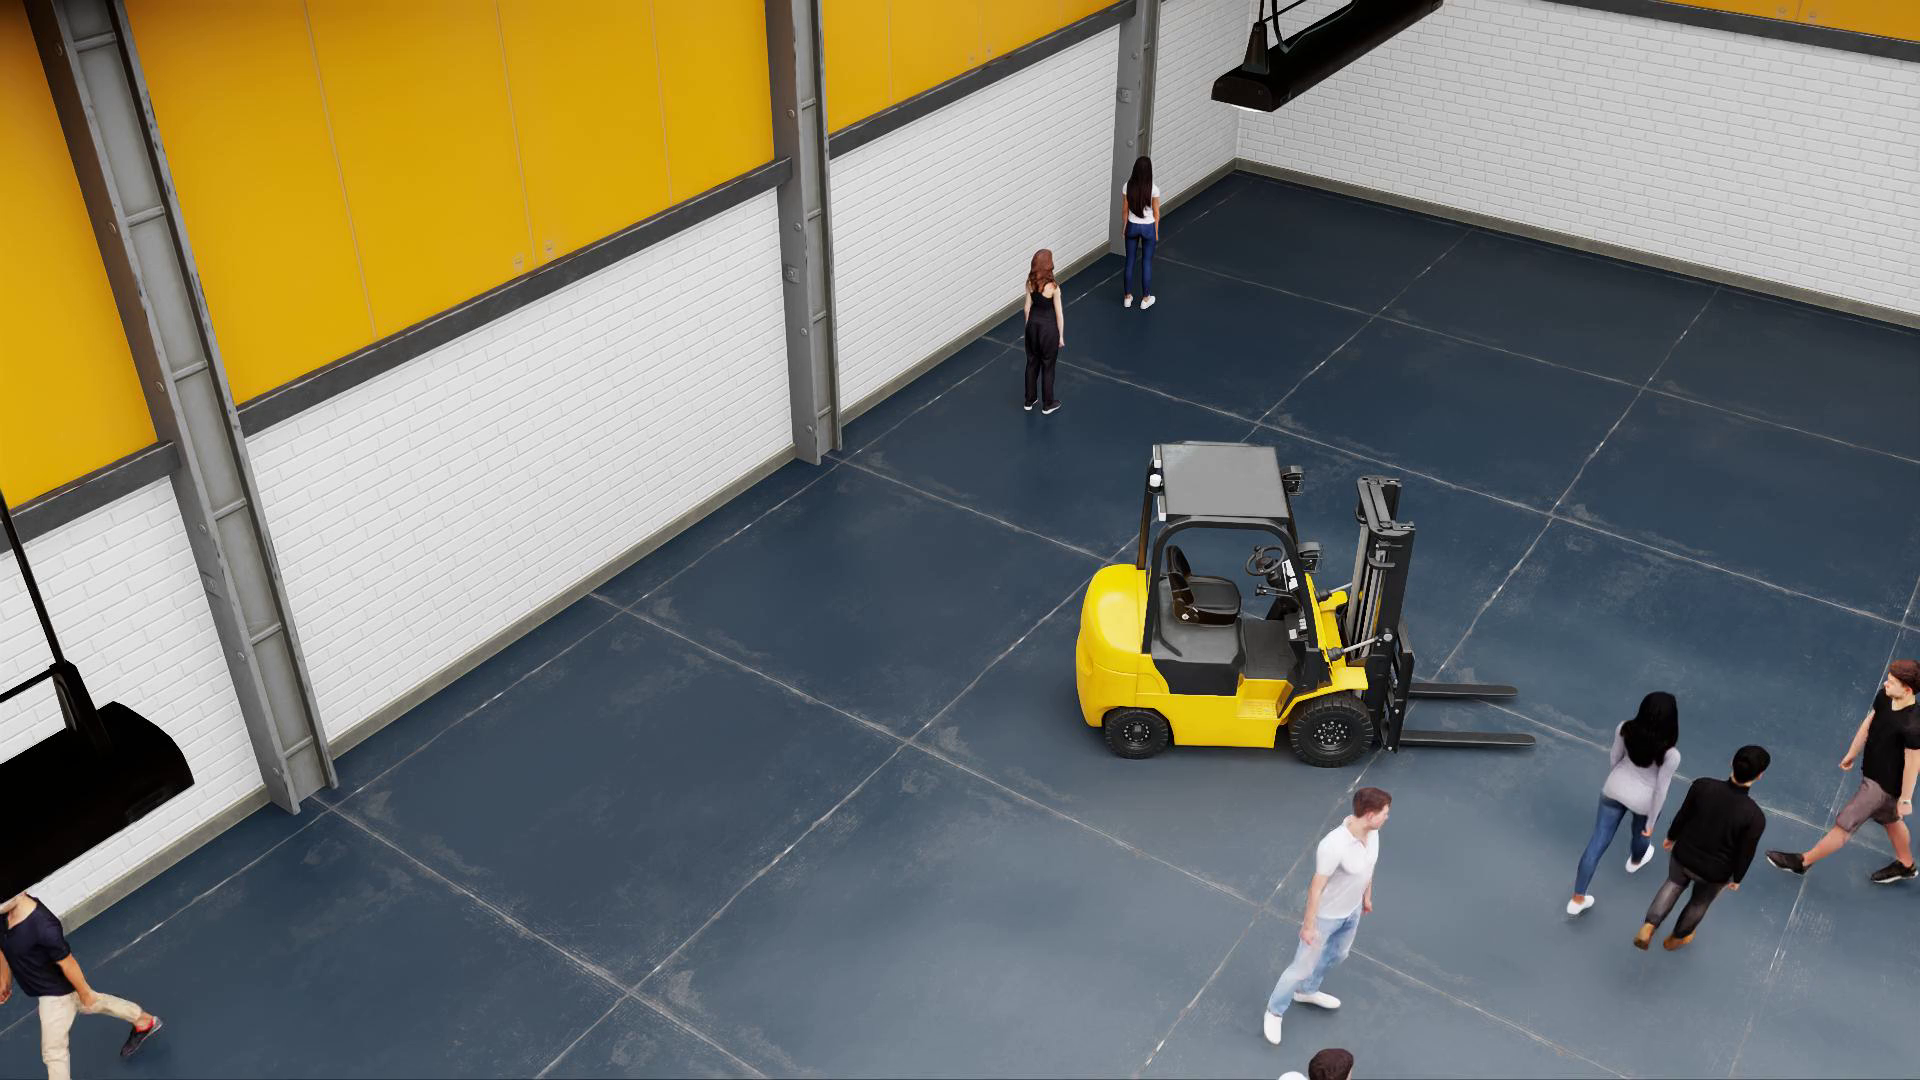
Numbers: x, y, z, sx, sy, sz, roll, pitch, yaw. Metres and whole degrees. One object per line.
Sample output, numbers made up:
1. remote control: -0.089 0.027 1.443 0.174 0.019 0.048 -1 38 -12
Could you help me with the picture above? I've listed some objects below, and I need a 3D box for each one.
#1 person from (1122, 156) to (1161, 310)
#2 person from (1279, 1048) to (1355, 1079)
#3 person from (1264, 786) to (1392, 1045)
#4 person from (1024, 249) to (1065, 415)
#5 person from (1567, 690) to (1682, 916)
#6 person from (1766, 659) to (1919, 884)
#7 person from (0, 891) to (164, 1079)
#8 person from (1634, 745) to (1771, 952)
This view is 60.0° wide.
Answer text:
1. person: 2.021 -3.445 18.636 0.634 1.775 0.593 12 36 18
2. person: 1.705 3.255 8.498 0.847 1.838 0.822 -10 35 -15
3. person: 2.209 2.227 10.067 0.667 1.814 1.020 -15 36 -21
4. person: 0.813 -2.089 16.620 0.595 1.748 0.555 17 37 23
5. person: 4.328 1.757 10.891 1.213 1.684 0.778 -27 42 -35
6. person: 6.218 1.600 11.023 1.167 1.800 1.303 3 34 4
7. person: -5.164 2.513 9.638 0.640 1.812 1.182 22 39 29
8. person: 4.656 2.018 10.477 0.794 1.708 0.903 29 43 36
